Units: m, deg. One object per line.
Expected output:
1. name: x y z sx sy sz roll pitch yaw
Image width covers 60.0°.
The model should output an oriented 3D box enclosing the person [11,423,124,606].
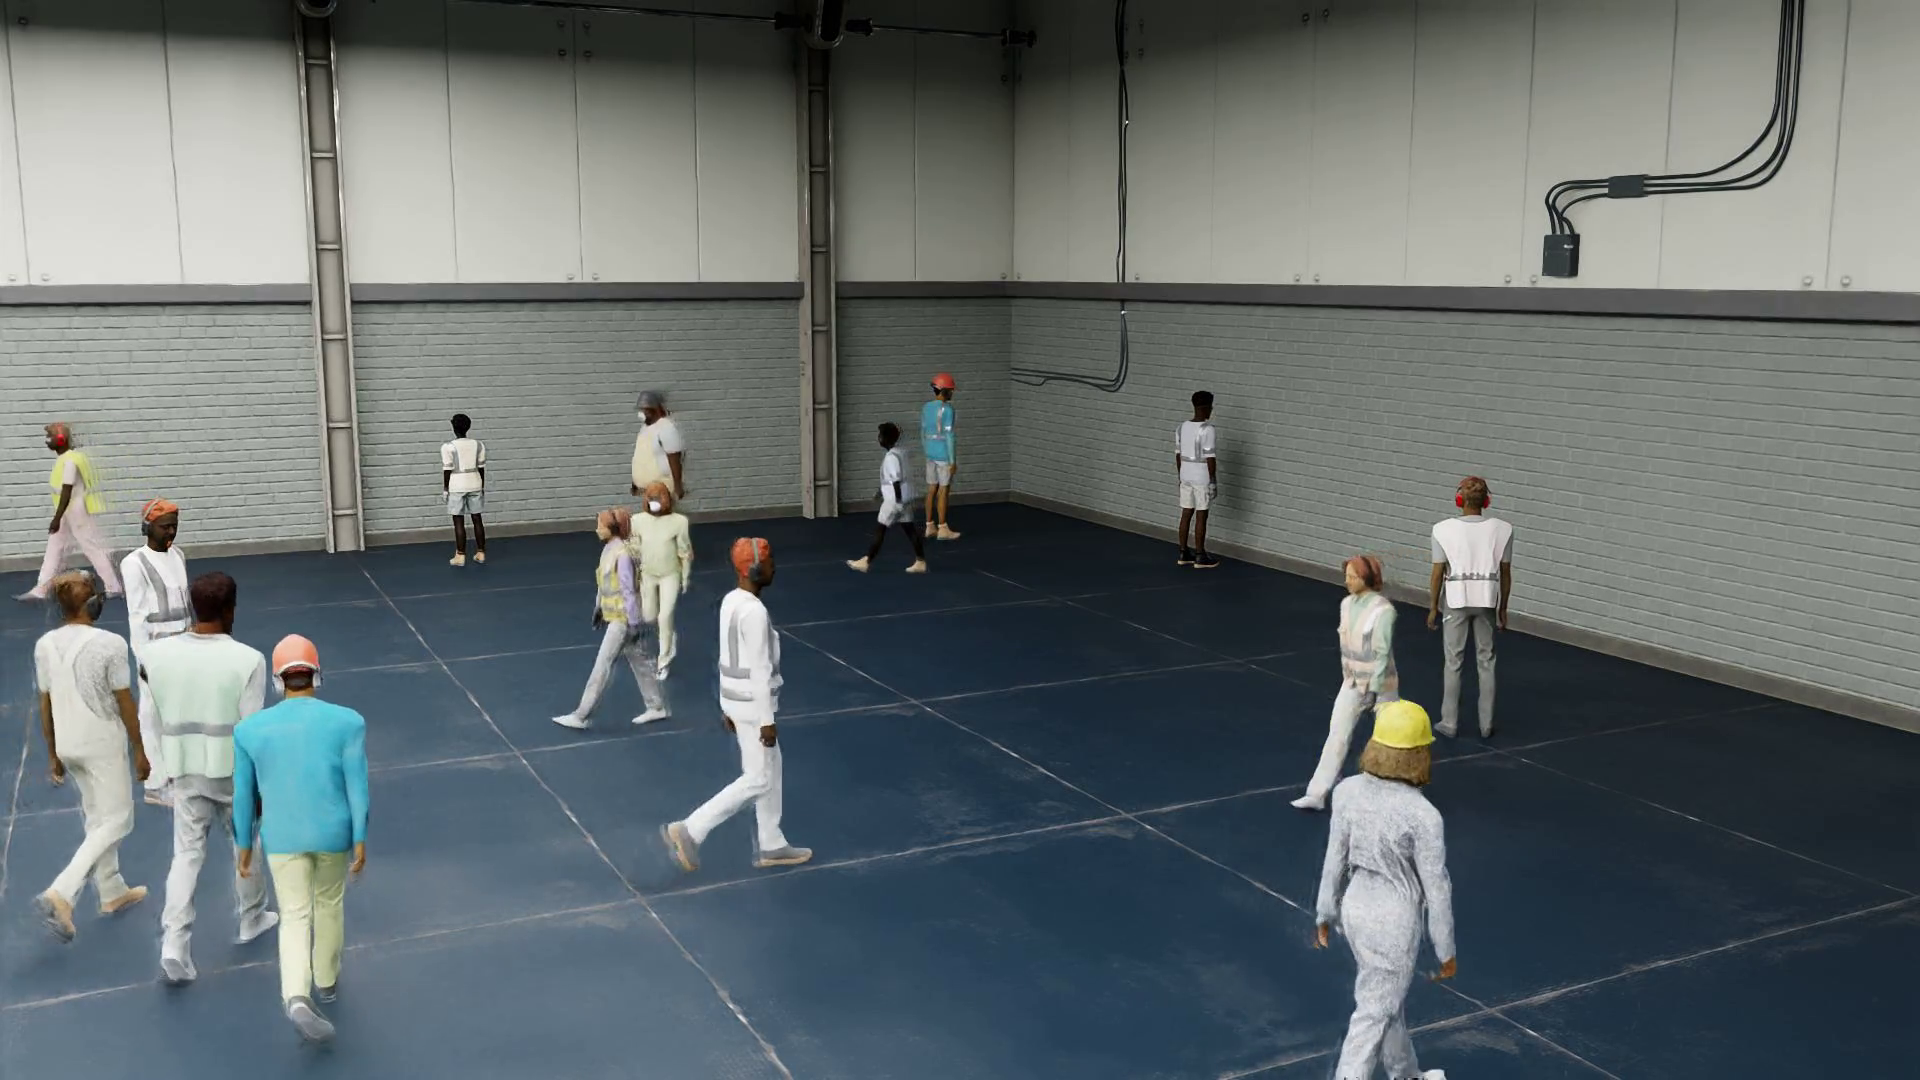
1. person: -8.768 -0.244 16.293 0.974 1.794 0.569 -8 12 -39

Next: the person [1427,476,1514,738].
1. person: 3.571 0.479 11.670 0.565 1.847 0.396 1 9 3

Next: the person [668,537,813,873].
1. person: -1.196 0.905 8.994 0.731 1.861 0.577 -3 10 -16

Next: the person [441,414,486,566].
1. person: -5.529 -0.561 18.540 0.316 1.695 0.540 9 13 43

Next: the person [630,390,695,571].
1. person: -3.363 -0.695 18.308 1.049 2.000 0.697 -6 11 -33

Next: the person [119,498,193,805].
1. person: -4.931 0.682 10.307 0.356 1.885 0.573 0 9 2

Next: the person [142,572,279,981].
1. person: -3.547 1.089 7.842 0.592 1.887 0.890 0 9 -2

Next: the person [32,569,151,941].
1. person: -4.331 1.055 8.215 0.524 1.823 0.726 3 10 17

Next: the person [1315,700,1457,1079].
1. person: 1.665 1.428 6.209 0.834 1.707 0.512 -5 11 -30

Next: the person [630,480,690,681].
1. person: -2.414 0.299 13.523 0.497 1.614 0.628 1 9 8

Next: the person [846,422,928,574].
1. person: -0.762 -0.444 17.948 0.891 1.648 0.542 1 9 8

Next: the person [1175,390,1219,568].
1. person: 2.641 -0.680 18.447 0.362 1.963 0.613 -6 11 -31

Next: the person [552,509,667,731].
1. person: -2.498 0.568 11.877 0.849 1.587 0.541 -4 10 -21

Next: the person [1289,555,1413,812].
1. person: 2.442 0.878 10.016 0.855 1.587 0.518 -4 10 -25

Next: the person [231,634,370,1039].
1. person: -2.849 1.284 7.206 0.570 1.700 0.808 -4 10 -21

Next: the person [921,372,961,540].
1. person: -0.215 -1.024 20.333 0.391 2.040 0.615 -6 11 -34
